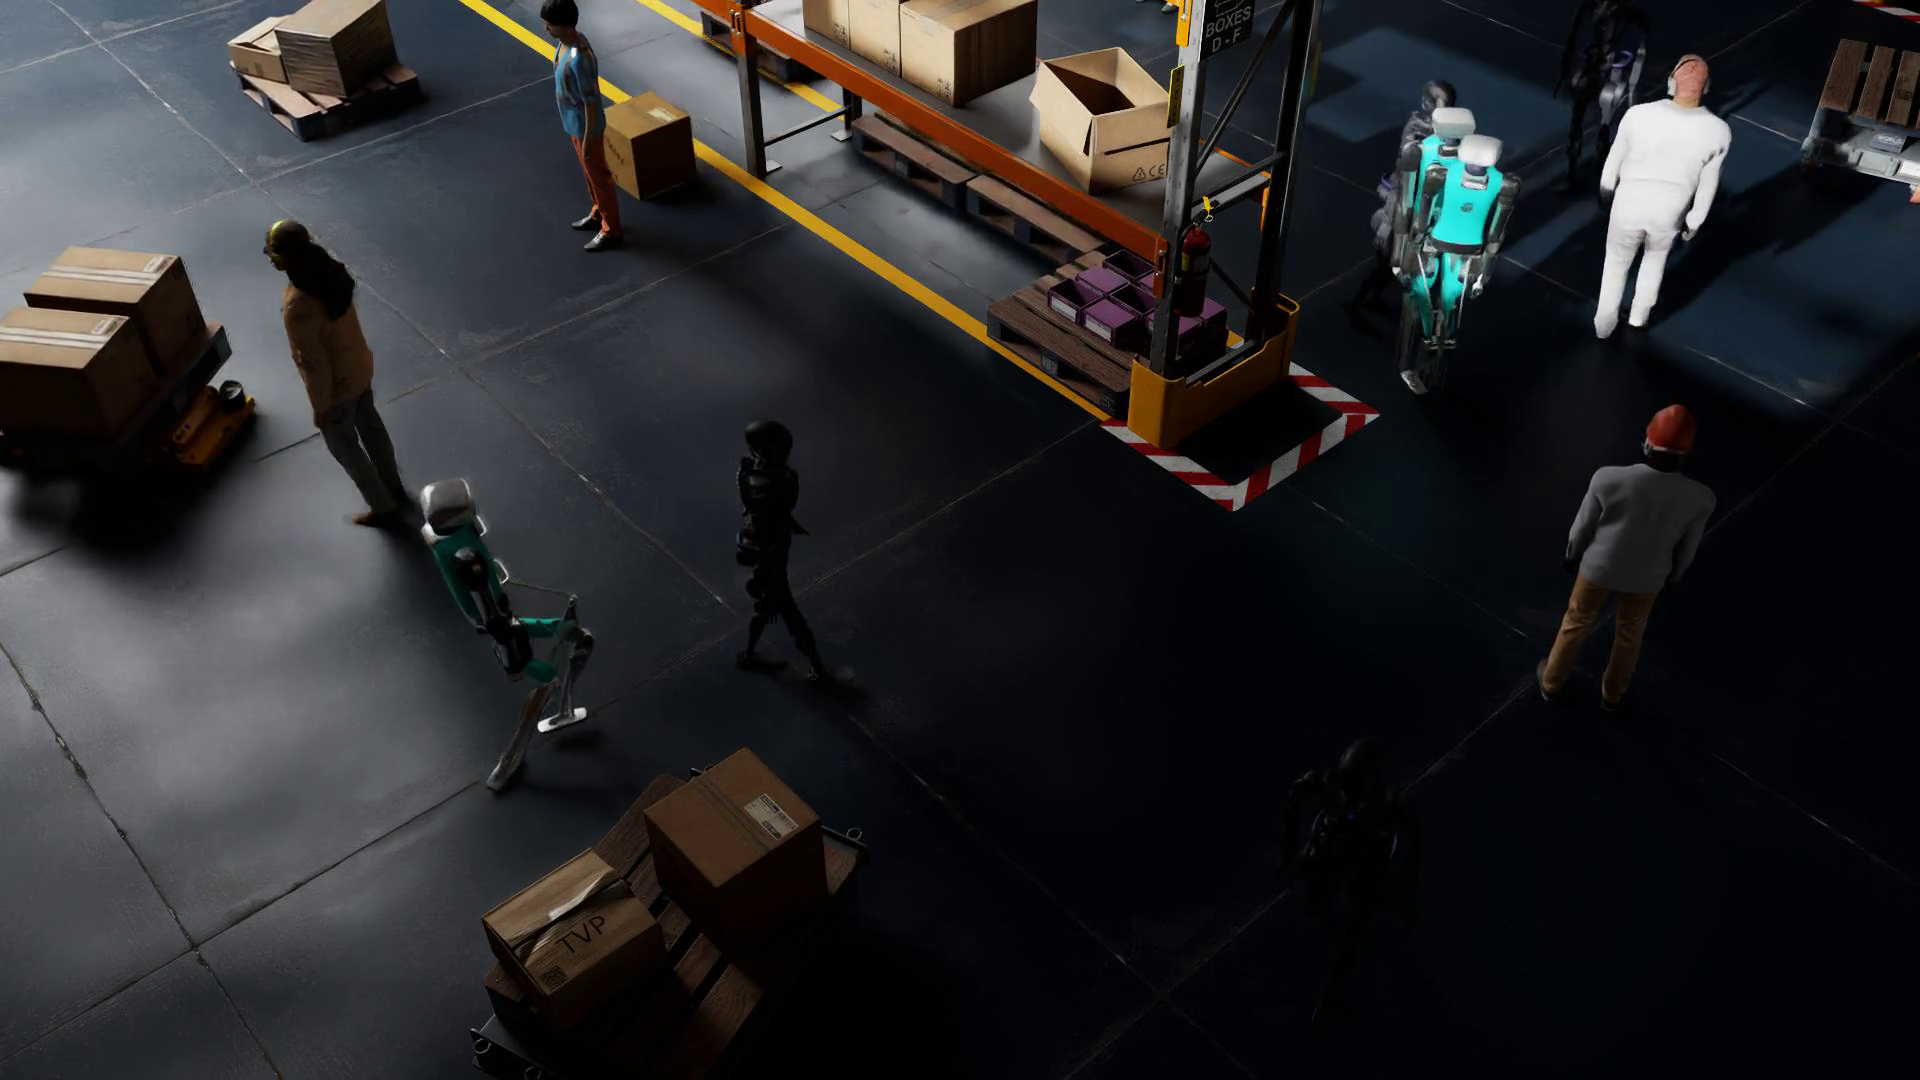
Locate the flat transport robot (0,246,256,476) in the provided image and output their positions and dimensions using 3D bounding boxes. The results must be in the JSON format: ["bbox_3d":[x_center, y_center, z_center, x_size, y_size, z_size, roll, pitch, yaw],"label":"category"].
[{"bbox_3d":[-5.027,-0.728,9.887,1.431,0.231,0.659,6,43,6],"label":"flat transport robot"}]

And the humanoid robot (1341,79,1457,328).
[{"bbox_3d":[2.742,-2.104,10.347,0.387,1.647,0.592,32,52,30],"label":"humanoid robot"}]

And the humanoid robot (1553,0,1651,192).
[{"bbox_3d":[4.497,-3.244,11.594,0.614,1.639,0.576,29,50,28],"label":"humanoid robot"}]

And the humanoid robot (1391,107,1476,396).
[{"bbox_3d":[2.810,-1.541,9.747,0.535,1.859,0.778,-3,43,-4],"label":"humanoid robot"}]

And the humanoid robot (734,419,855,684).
[{"bbox_3d":[-0.845,0.047,8.016,0.642,1.640,0.608,3,43,3],"label":"humanoid robot"}]

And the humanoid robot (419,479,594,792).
[{"bbox_3d":[-1.961,0.357,7.623,0.819,1.763,0.556,-24,48,-24],"label":"humanoid robot"}]

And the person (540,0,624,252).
[{"bbox_3d":[-2.496,-2.747,10.976,0.322,1.766,0.496,-16,45,-16],"label":"person"}]

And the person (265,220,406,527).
[{"bbox_3d":[-3.305,-0.871,8.863,0.392,1.872,0.578,5,43,6],"label":"person"}]

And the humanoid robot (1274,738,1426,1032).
[{"bbox_3d":[1.606,1.259,6.711,0.610,1.621,0.682,19,46,19],"label":"humanoid robot"}]

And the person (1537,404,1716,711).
[{"bbox_3d":[3.159,0.093,7.907,0.562,1.740,0.366,10,44,11],"label":"person"}]

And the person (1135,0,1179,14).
[{"bbox_3d":[1.752,-5.292,13.695,0.562,1.836,0.379,33,52,31],"label":"person"}]

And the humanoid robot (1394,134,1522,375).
[{"bbox_3d":[2.884,-1.662,9.854,0.545,1.823,0.718,8,43,9],"label":"humanoid robot"}]

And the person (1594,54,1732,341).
[{"bbox_3d":[4.225,-2.073,10.164,0.638,1.880,0.496,12,44,13],"label":"person"}]
